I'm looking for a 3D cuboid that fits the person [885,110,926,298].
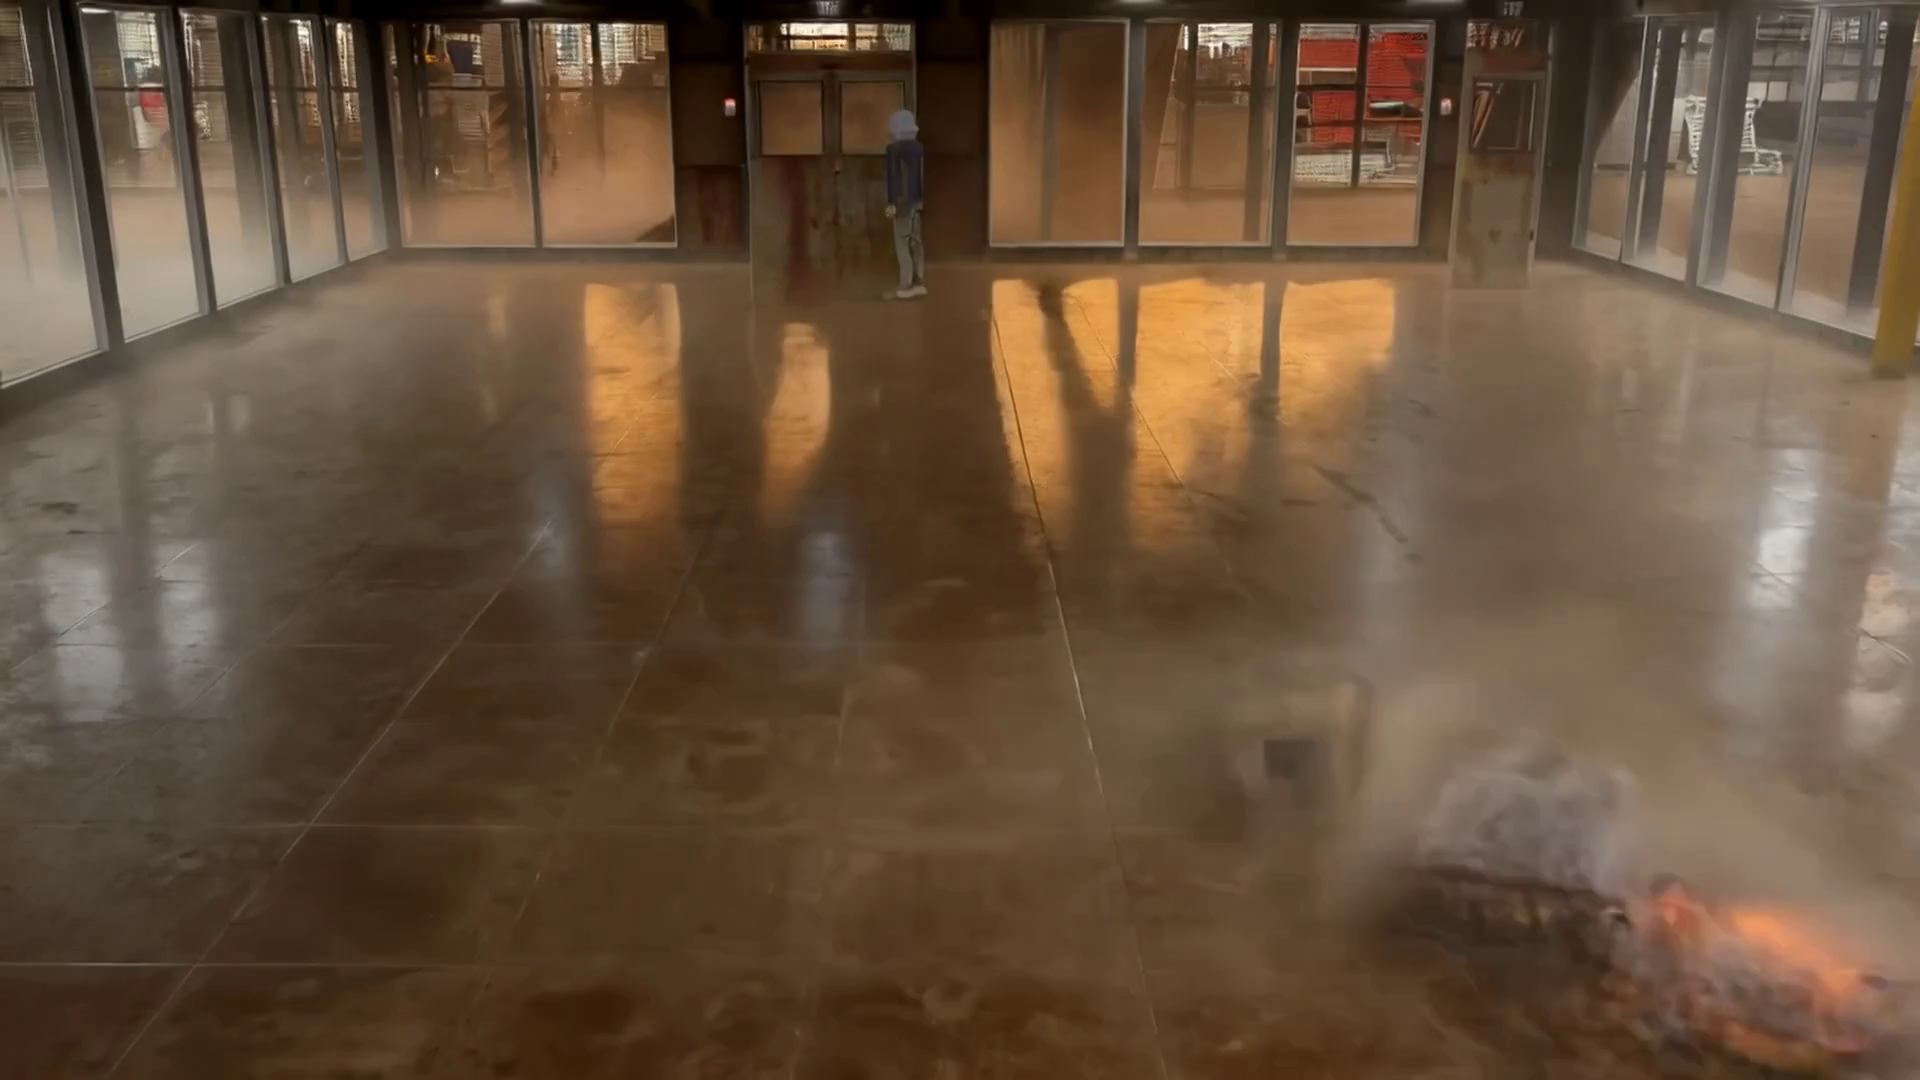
[{"bbox_3d":[-0.477,-2.946,14.622,0.281,1.624,0.494,9,19,29],"label":"person"}]
